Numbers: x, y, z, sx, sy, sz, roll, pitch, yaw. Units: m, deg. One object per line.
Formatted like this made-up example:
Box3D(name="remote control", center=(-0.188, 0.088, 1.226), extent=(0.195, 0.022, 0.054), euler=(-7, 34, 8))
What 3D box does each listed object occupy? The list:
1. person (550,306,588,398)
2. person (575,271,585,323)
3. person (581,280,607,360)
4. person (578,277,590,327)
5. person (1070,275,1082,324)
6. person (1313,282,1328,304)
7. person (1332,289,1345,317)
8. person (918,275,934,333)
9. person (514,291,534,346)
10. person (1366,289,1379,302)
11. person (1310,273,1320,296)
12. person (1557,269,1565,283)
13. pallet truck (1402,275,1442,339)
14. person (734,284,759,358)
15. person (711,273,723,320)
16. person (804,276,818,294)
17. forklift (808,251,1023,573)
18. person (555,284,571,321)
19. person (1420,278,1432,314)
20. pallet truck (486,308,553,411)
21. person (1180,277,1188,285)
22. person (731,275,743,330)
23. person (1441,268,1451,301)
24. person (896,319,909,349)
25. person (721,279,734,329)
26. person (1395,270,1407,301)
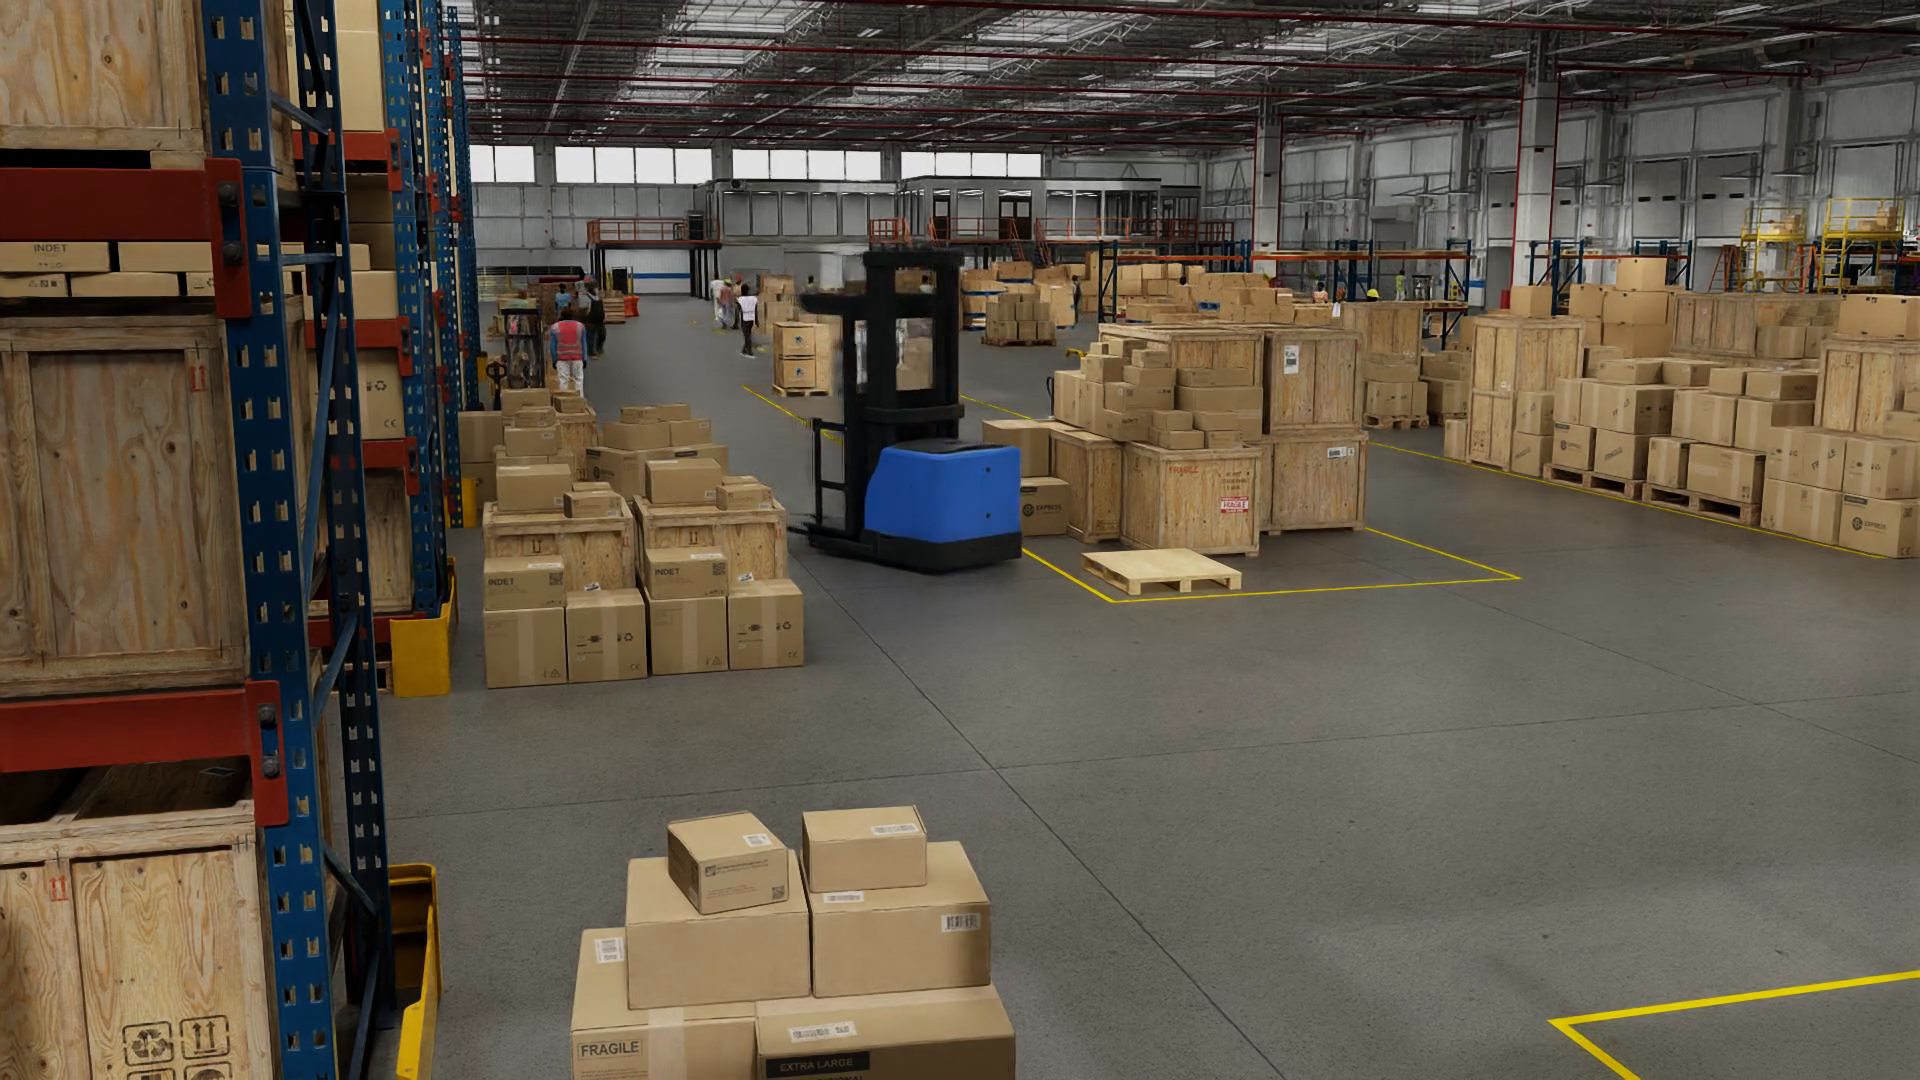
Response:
Box3D(name="person", center=(-6.765, -3.121, 28.791), extent=(0.627, 1.844, 0.429), euler=(-3, 11, -18))
Box3D(name="person", center=(-13.769, -8.825, 60.731), extent=(0.608, 1.966, 0.371), euler=(-7, 12, -36))
Box3D(name="person", center=(-9.265, -5.583, 42.165), extent=(0.537, 2.000, 0.690), euler=(6, 12, 31))
Box3D(name="person", center=(-11.637, -7.232, 51.903), extent=(0.572, 1.892, 0.932), euler=(-4, 11, -21))
Box3D(name="person", center=(4.209, -8.945, 61.845), extent=(0.546, 1.811, 0.843), euler=(-8, 13, -37))
Box3D(name="person", center=(11.969, -7.725, 55.295), extent=(0.535, 1.694, 0.321), euler=(7, 12, 36))
Box3D(name="person", center=(8.861, -4.897, 38.762), extent=(0.355, 1.876, 0.574), euler=(-6, 12, -32))
Box3D(name="person", center=(-1.129, -7.787, 55.000), extent=(0.592, 1.916, 0.392), euler=(-8, 13, -40))
Box3D(name="person", center=(-12.664, -6.411, 48.115), extent=(0.510, 1.593, 0.832), euler=(3, 11, 18))
Box3D(name="person", center=(9.218, -4.686, 37.452), extent=(0.399, 1.919, 0.582), euler=(4, 11, 19))
Box3D(name="person", center=(15.350, -10.650, 71.749), extent=(0.439, 1.726, 0.512), euler=(-5, 11, -27))
Box3D(name="person", center=(23.328, -9.560, 64.895), extent=(0.625, 1.968, 0.794), euler=(-1, 10, -3))
Box3D(name="pallet truck", center=(14.620, -7.324, 52.145), extent=(0.823, 1.965, 1.885), euler=(8, 13, 40))
Box3D(name="person", center=(-5.602, -5.667, 43.075), extent=(0.625, 1.880, 0.911), euler=(-9, 13, -41))
Box3D(name="person", center=(-9.475, -9.529, 65.070), extent=(0.560, 1.846, 0.688), euler=(0, 10, 1))
Box3D(name="person", center=(-5.263, -8.295, 58.080), extent=(0.541, 1.841, 0.700), euler=(-6, 11, -29))
Box3D(name="forklift", center=(-0.401, -1.232, 15.151), extent=(1.129, 2.768, 1.873), euler=(-9, 13, -40))
Box3D(name="person", center=(-12.653, -7.332, 53.055), extent=(0.533, 1.691, 0.320), euler=(1, 10, 7))
Box3D(name="person", center=(15.140, -7.624, 54.013), extent=(0.372, 1.940, 0.627), euler=(7, 12, 33))
Box3D(name="pallet truck", center=(-6.242, -2.418, 24.362), extent=(0.823, 1.965, 1.885), euler=(1, 10, 3))
Box3D(name="person", center=(7.738, -8.174, 57.508), extent=(0.453, 1.814, 0.666), euler=(1, 10, 3))
Box3D(name="person", center=(-7.611, -8.247, 57.698), extent=(0.554, 1.903, 0.991), euler=(6, 12, 30))
Box3D(name="person", center=(22.000, -11.386, 75.292), extent=(0.407, 1.942, 0.615), euler=(2, 10, 11))
Box3D(name="person", center=(-1.296, -4.051, 34.702), extent=(0.740, 1.616, 0.522), euler=(-5, 11, -28))
Box3D(name="person", center=(-8.125, -8.230, 57.984), extent=(0.644, 1.734, 0.537), euler=(6, 12, 32))
Box3D(name="person", center=(19.493, -11.015, 73.489), extent=(0.430, 1.844, 0.624), euler=(-7, 12, -34))
